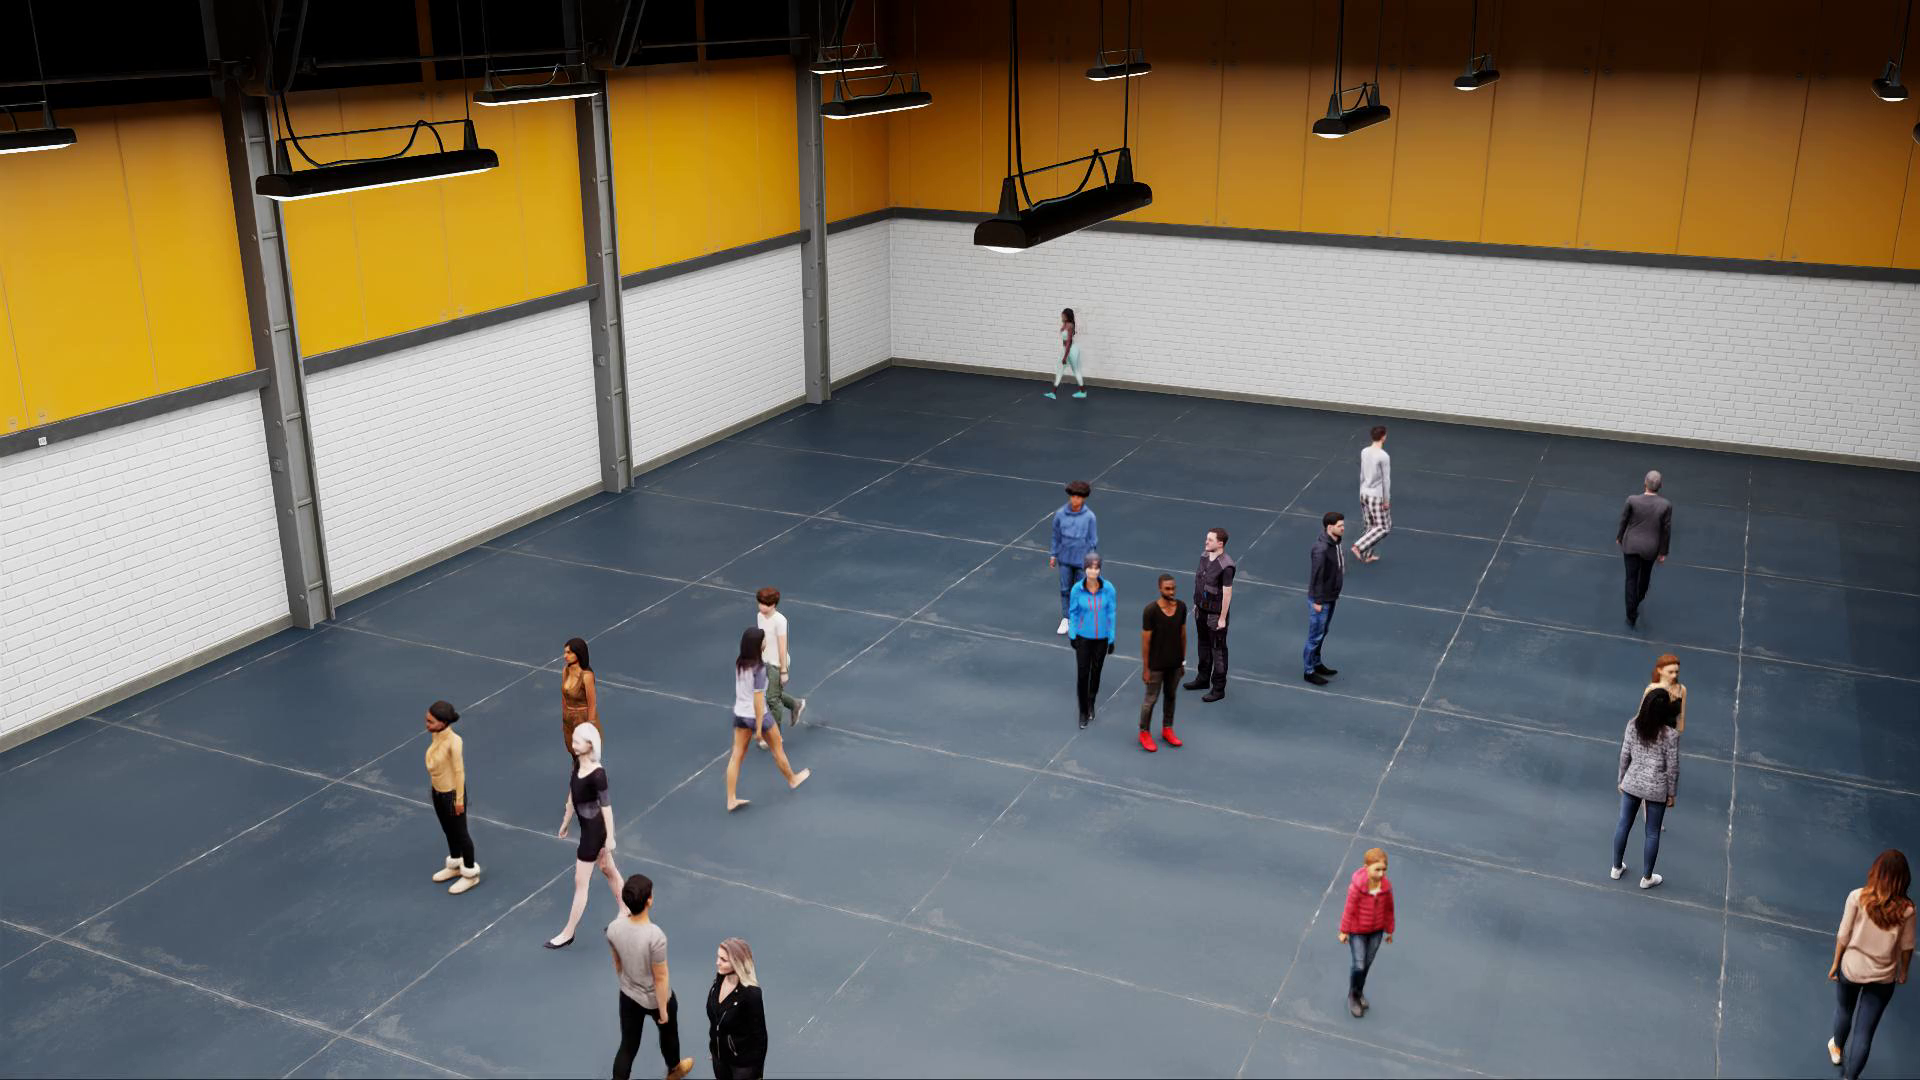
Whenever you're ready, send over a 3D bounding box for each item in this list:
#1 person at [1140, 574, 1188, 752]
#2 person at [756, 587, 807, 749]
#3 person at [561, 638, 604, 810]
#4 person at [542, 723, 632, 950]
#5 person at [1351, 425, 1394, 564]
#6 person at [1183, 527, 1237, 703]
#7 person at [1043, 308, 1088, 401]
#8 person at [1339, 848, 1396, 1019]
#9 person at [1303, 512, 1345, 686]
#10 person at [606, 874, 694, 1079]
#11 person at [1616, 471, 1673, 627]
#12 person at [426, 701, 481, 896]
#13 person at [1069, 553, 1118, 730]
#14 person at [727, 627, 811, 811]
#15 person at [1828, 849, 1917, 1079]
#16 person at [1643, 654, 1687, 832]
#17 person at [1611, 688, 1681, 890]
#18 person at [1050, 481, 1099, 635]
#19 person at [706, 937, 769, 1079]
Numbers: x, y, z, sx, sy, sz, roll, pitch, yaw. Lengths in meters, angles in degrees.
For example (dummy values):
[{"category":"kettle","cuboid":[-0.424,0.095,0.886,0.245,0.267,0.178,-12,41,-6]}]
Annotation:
[{"category":"person","cuboid":[1.971,1.166,16.174,0.713,1.798,0.773,-8,20,-22]},{"category":"person","cuboid":[-1.759,1.216,16.281,0.758,1.635,0.969,17,25,41]},{"category":"person","cuboid":[-3.385,1.659,14.878,0.603,1.690,0.576,14,23,36]},{"category":"person","cuboid":[-2.762,2.254,12.938,1.111,1.802,0.944,-12,22,-31]},{"category":"person","cuboid":[5.224,-0.539,21.185,0.955,1.831,0.870,-11,21,-29]},{"category":"person","cuboid":[2.638,0.746,17.347,0.829,1.846,0.794,-8,20,-24]},{"category":"person","cuboid":[2.008,-3.295,29.632,1.160,1.663,1.088,-4,19,-13]},{"category":"person","cuboid":[2.920,2.800,12.096,0.650,1.304,0.699,-4,19,-12]},{"category":"person","cuboid":[3.871,0.591,17.735,0.748,1.892,0.532,11,21,29]},{"category":"person","cuboid":[-2.117,3.016,10.857,0.622,1.686,1.112,8,20,22]},{"category":"person","cuboid":[7.898,0.127,19.275,0.846,1.789,1.210,5,19,14]},{"category":"person","cuboid":[-4.188,2.078,13.684,0.665,1.659,0.671,-17,25,-40]},{"category":"person","cuboid":[1.341,0.967,16.790,0.796,1.782,0.923,1,19,2]},{"category":"person","cuboid":[-1.939,1.639,14.944,0.849,1.687,1.171,17,25,42]},{"category":"person","cuboid":[6.006,2.922,11.013,0.657,1.765,0.917,10,21,28]},{"category":"person","cuboid":[6.156,1.742,14.773,0.881,1.601,1.001,-1,19,-4]},{"category":"person","cuboid":[5.656,2.026,13.724,0.674,1.732,0.619,16,24,39]},{"category":"person","cuboid":[1.313,0.182,19.087,0.692,1.803,0.629,8,20,21]},{"category":"person","cuboid":[-1.363,3.205,10.294,0.678,1.686,0.640,17,25,41]}]
